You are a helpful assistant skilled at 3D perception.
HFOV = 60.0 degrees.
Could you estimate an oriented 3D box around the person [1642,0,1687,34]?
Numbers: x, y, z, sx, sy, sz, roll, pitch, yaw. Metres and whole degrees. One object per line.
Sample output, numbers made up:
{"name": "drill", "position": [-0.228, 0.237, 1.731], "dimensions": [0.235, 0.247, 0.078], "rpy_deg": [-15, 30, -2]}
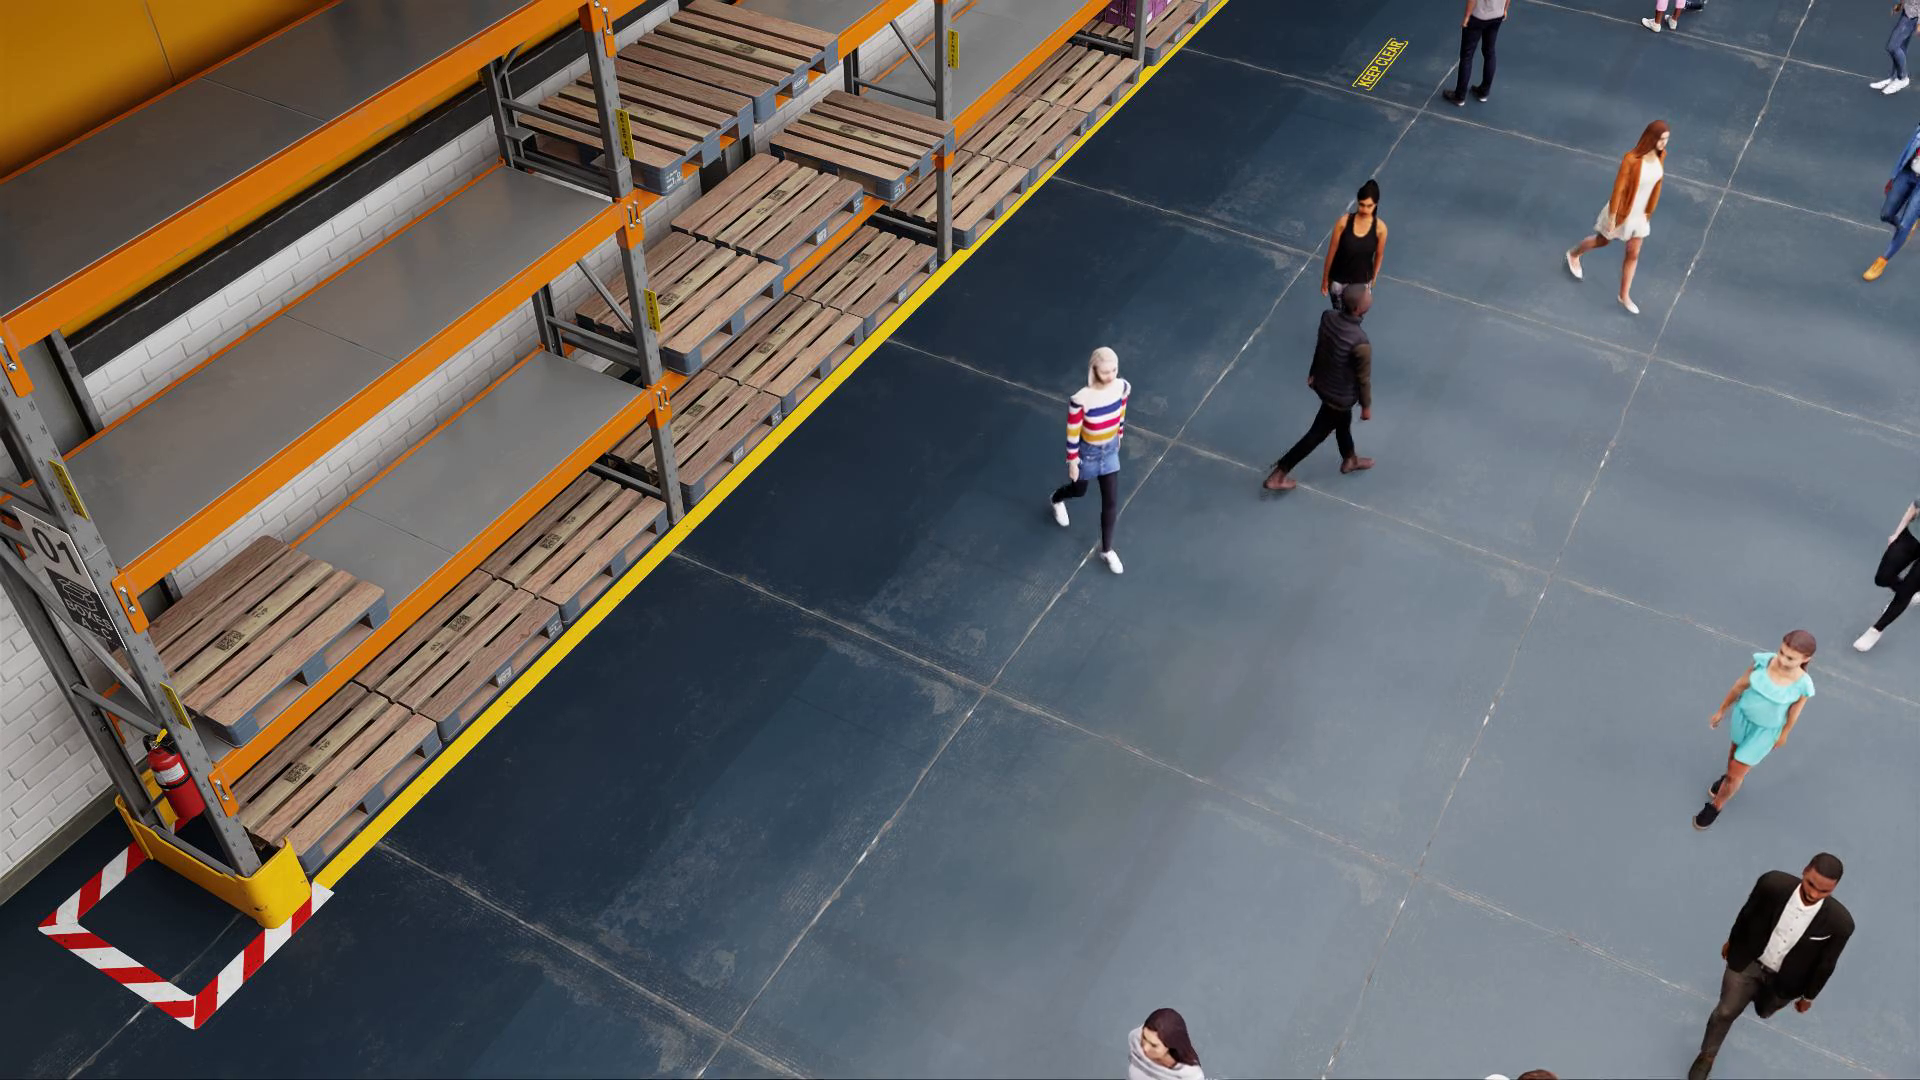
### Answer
{"name": "person", "position": [7.654, -6.249, 17.603], "dimensions": [0.645, 1.744, 0.704], "rpy_deg": [-10, 45, -10]}

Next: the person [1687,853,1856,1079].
{"name": "person", "position": [4.275, 2.174, 8.741], "dimensions": [0.776, 1.773, 1.136], "rpy_deg": [30, 51, 28]}

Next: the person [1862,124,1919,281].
{"name": "person", "position": [8.254, -3.054, 14.282], "dimensions": [1.007, 1.700, 0.825], "rpy_deg": [-28, 50, -26]}

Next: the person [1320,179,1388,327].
{"name": "person", "position": [3.150, -2.169, 13.387], "dimensions": [0.648, 1.653, 0.661], "rpy_deg": [11, 45, 11]}

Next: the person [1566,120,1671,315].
{"name": "person", "position": [5.566, -2.818, 14.045], "dimensions": [1.125, 1.685, 1.133], "rpy_deg": [-14, 45, -14]}

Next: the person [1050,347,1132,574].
{"name": "person", "position": [0.893, -0.654, 11.707], "dimensions": [1.169, 1.776, 1.111], "rpy_deg": [-20, 47, -20]}

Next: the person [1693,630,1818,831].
{"name": "person", "position": [4.877, 1.065, 10.076], "dimensions": [0.894, 1.537, 0.759], "rpy_deg": [-23, 48, -22]}

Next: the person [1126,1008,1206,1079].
{"name": "person", "position": [1.031, 2.763, 8.243], "dimensions": [0.724, 1.607, 1.013], "rpy_deg": [32, 52, 29]}

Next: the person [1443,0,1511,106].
{"name": "person", "position": [5.205, -5.202, 16.435], "dimensions": [0.695, 1.840, 0.785], "rpy_deg": [-15, 46, -15]}

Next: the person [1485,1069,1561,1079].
{"name": "person", "position": [2.460, 2.995, 7.825], "dimensions": [0.818, 1.847, 0.743], "rpy_deg": [-7, 44, -8]}

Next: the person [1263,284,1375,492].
{"name": "person", "position": [2.658, -1.046, 12.109], "dimensions": [1.283, 1.788, 1.202], "rpy_deg": [-13, 45, -13]}

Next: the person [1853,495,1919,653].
{"name": "person", "position": [6.422, 0.044, 11.004], "dimensions": [0.903, 1.735, 0.803], "rpy_deg": [-21, 48, -21]}
